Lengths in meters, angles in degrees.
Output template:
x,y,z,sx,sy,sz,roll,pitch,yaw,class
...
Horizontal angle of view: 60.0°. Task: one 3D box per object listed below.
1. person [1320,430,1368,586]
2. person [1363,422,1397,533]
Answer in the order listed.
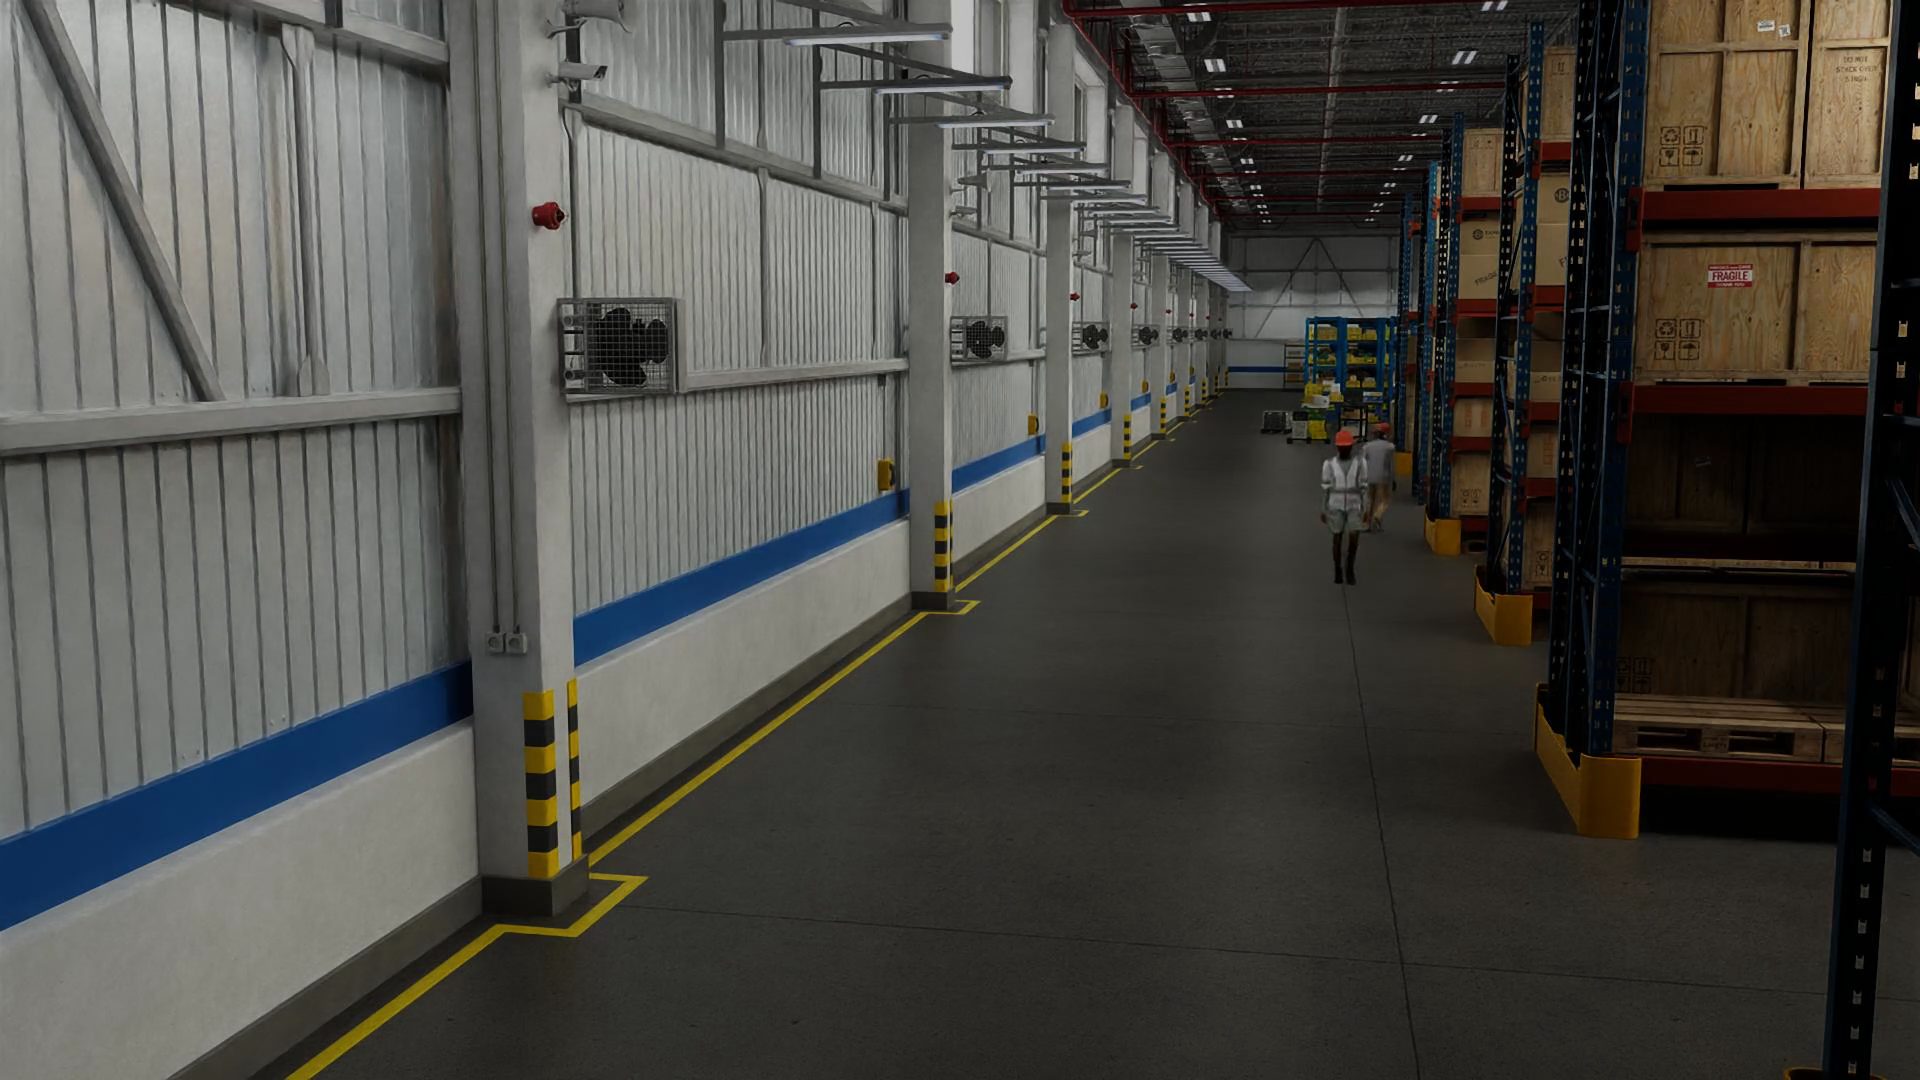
x,y,z,sx,sy,sz,roll,pitch,yaw,class
4.687,-0.382,20.287,0.585,1.907,0.771,1,7,11,person
6.435,-0.949,25.594,0.664,1.721,0.414,6,9,40,person
